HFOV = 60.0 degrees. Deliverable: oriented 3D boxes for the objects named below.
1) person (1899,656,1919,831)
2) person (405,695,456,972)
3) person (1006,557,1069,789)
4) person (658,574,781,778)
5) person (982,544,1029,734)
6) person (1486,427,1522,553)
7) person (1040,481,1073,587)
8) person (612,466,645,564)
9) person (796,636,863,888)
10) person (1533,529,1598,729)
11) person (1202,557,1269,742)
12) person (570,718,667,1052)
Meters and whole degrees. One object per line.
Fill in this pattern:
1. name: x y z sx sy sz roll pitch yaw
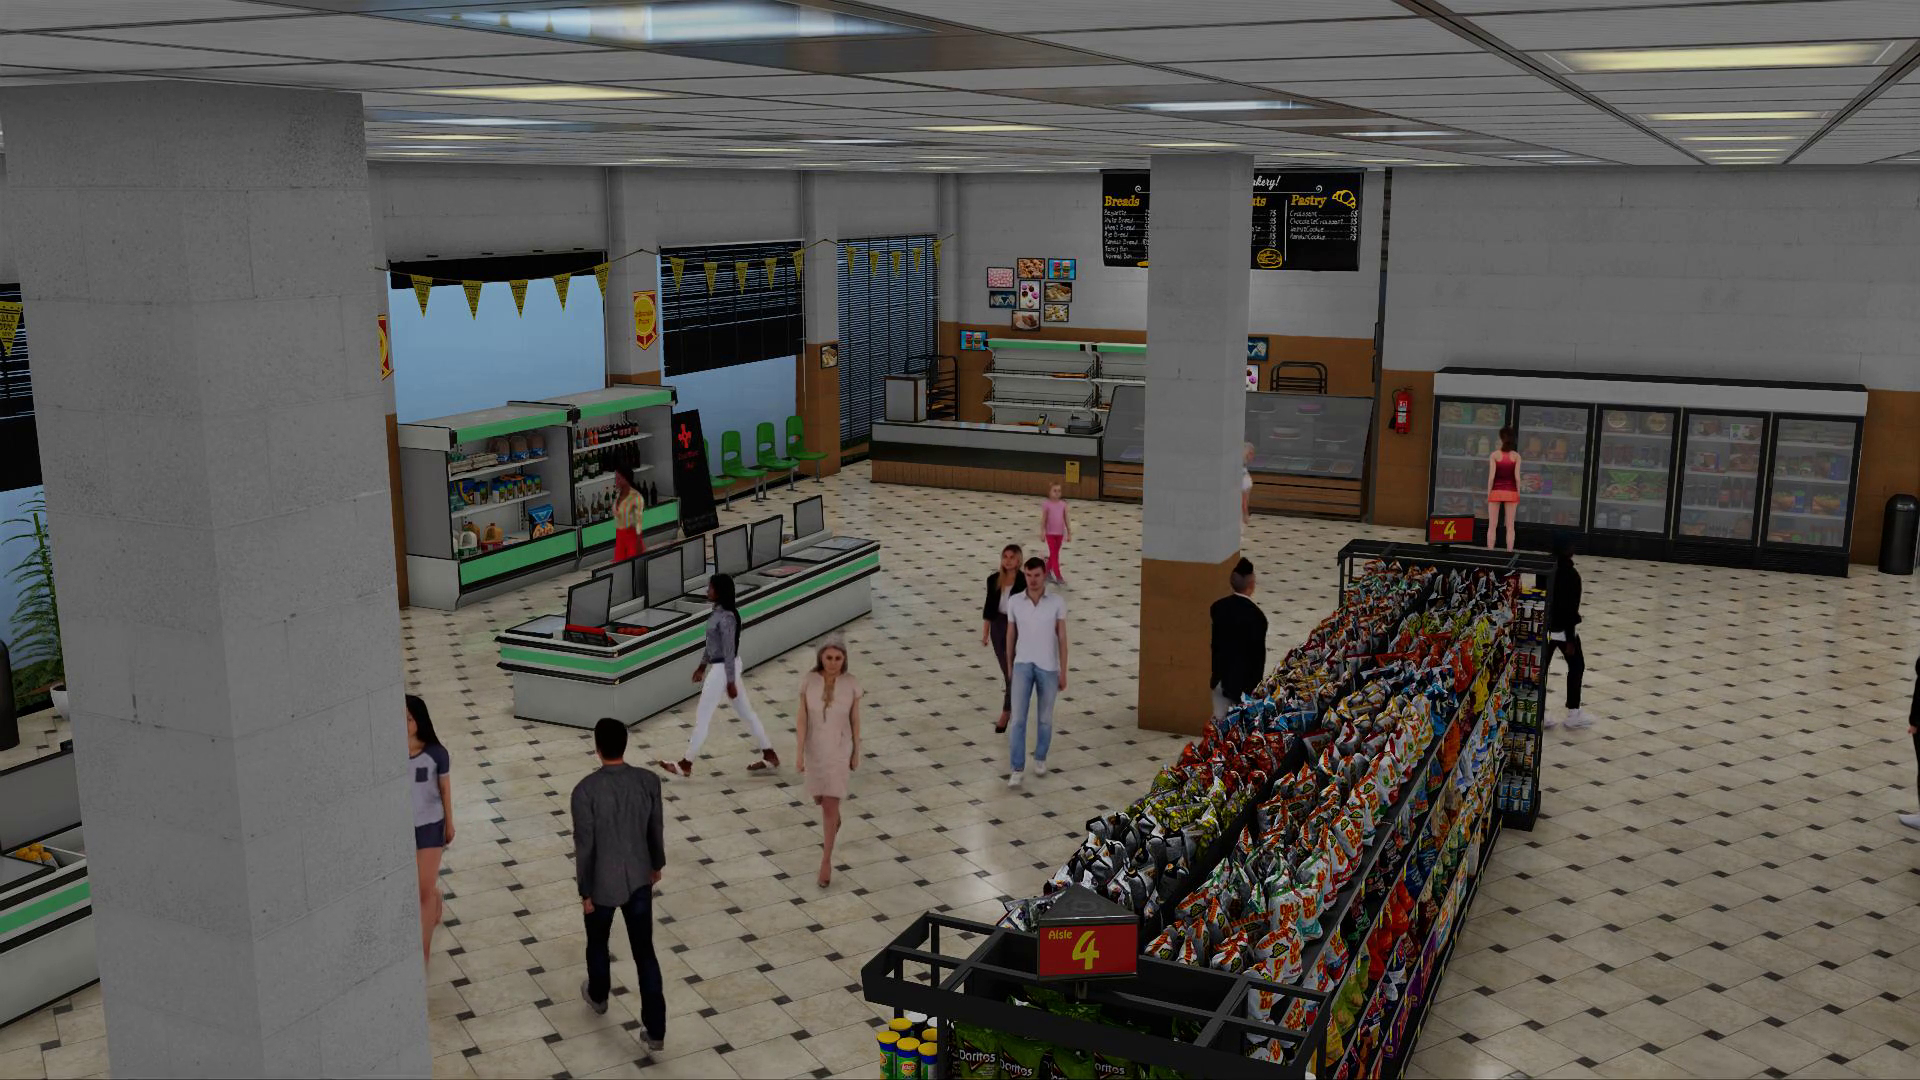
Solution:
1. person: 7.278 1.332 12.342 0.691 1.681 0.743 -4 12 -17
2. person: -3.347 1.762 10.324 0.902 1.670 1.161 0 12 0
3. person: 0.628 1.026 13.438 0.848 1.827 1.010 1 12 3
4. person: -1.799 1.117 13.385 1.111 1.671 1.213 -1 12 -7
5. person: 0.461 0.852 14.759 0.627 1.624 1.038 4 13 20
6. person: 6.920 -0.570 21.200 0.610 1.752 0.607 3 12 12
7. person: 1.122 -0.082 20.118 0.872 1.243 0.906 -5 13 -22
8. person: -3.520 0.077 18.064 0.695 1.778 0.992 9 15 35
9. person: -0.913 1.488 11.535 0.890 1.708 1.163 1 12 3
10. person: 5.142 0.804 14.552 1.042 1.803 0.973 -5 13 -23
11. person: 2.075 1.097 12.876 1.283 1.919 1.013 -11 16 -42
12. person: -1.843 1.929 9.156 1.263 1.825 1.223 -7 14 -29
